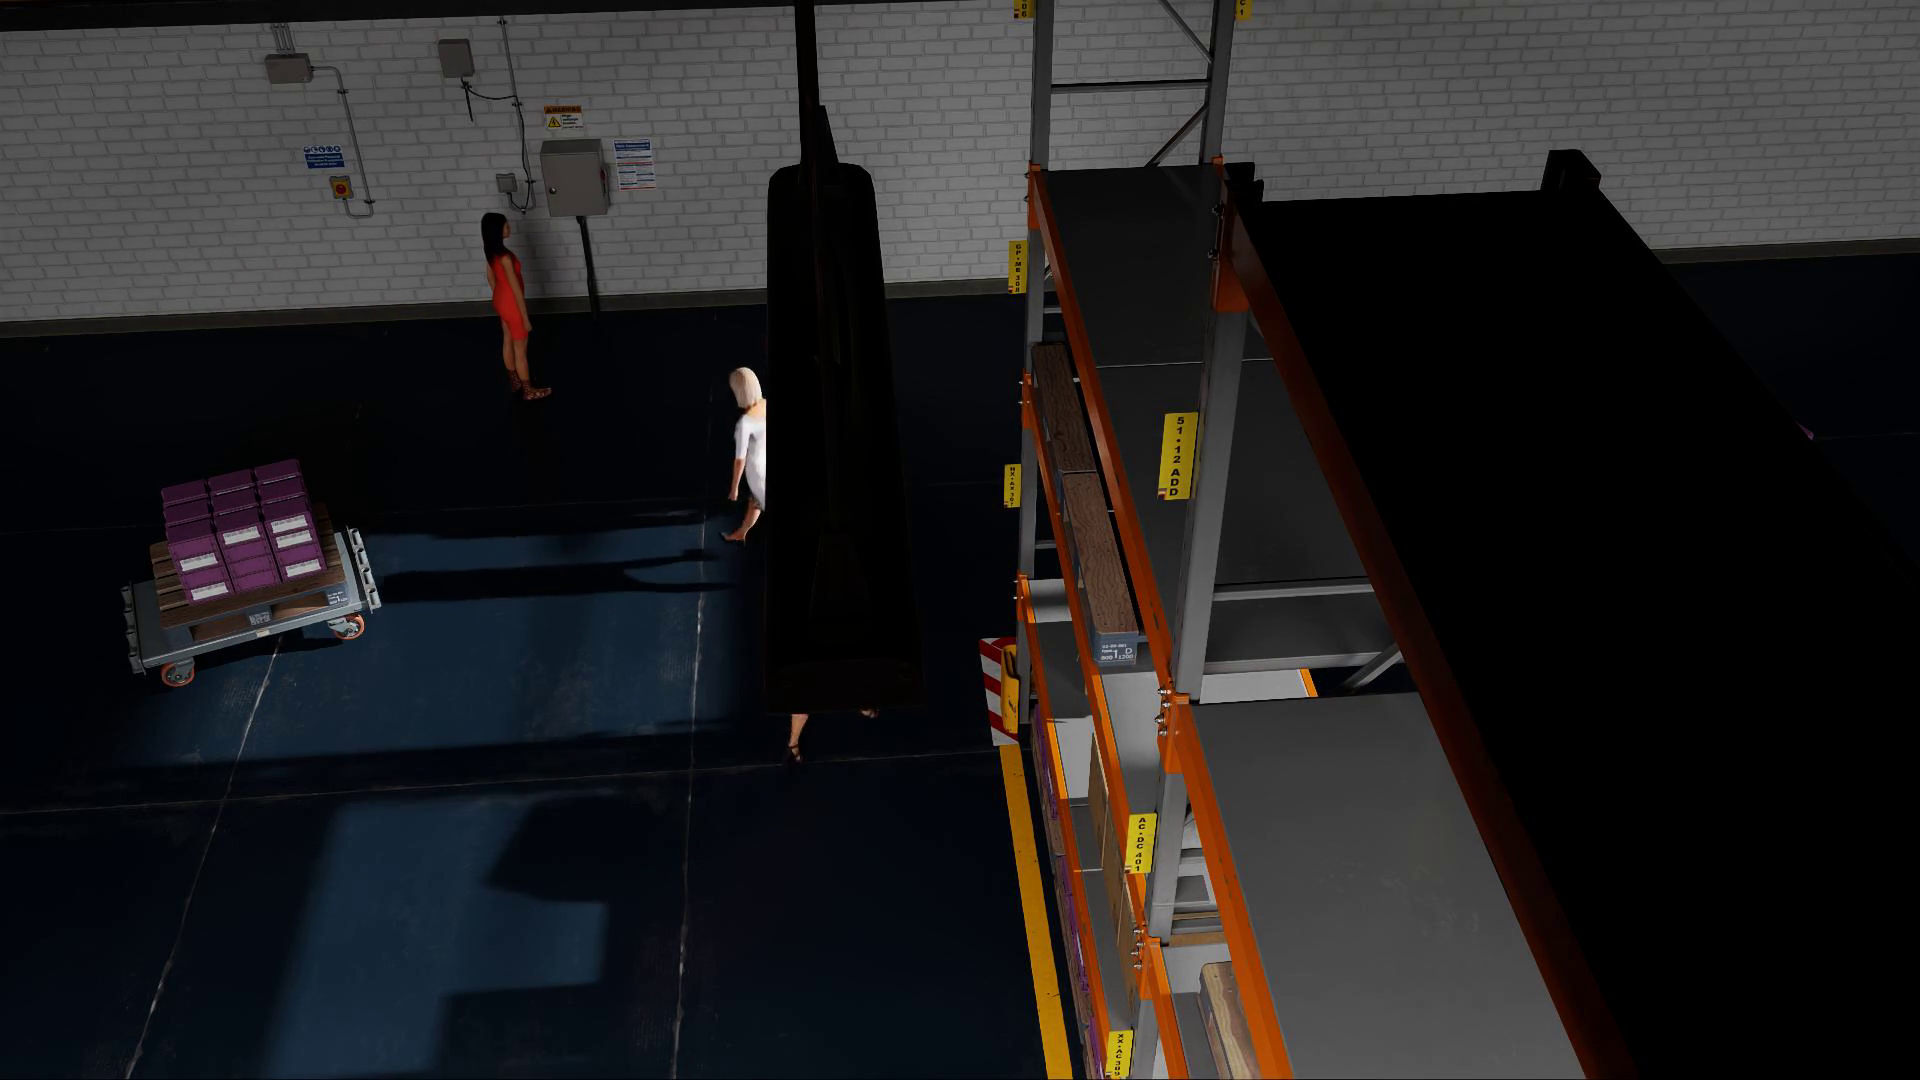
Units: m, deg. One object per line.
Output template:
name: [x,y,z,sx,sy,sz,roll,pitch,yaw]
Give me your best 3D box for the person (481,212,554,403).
person: [-3.763,-1.956,13.923,0.723,1.719,0.629,-28,47,-31]
